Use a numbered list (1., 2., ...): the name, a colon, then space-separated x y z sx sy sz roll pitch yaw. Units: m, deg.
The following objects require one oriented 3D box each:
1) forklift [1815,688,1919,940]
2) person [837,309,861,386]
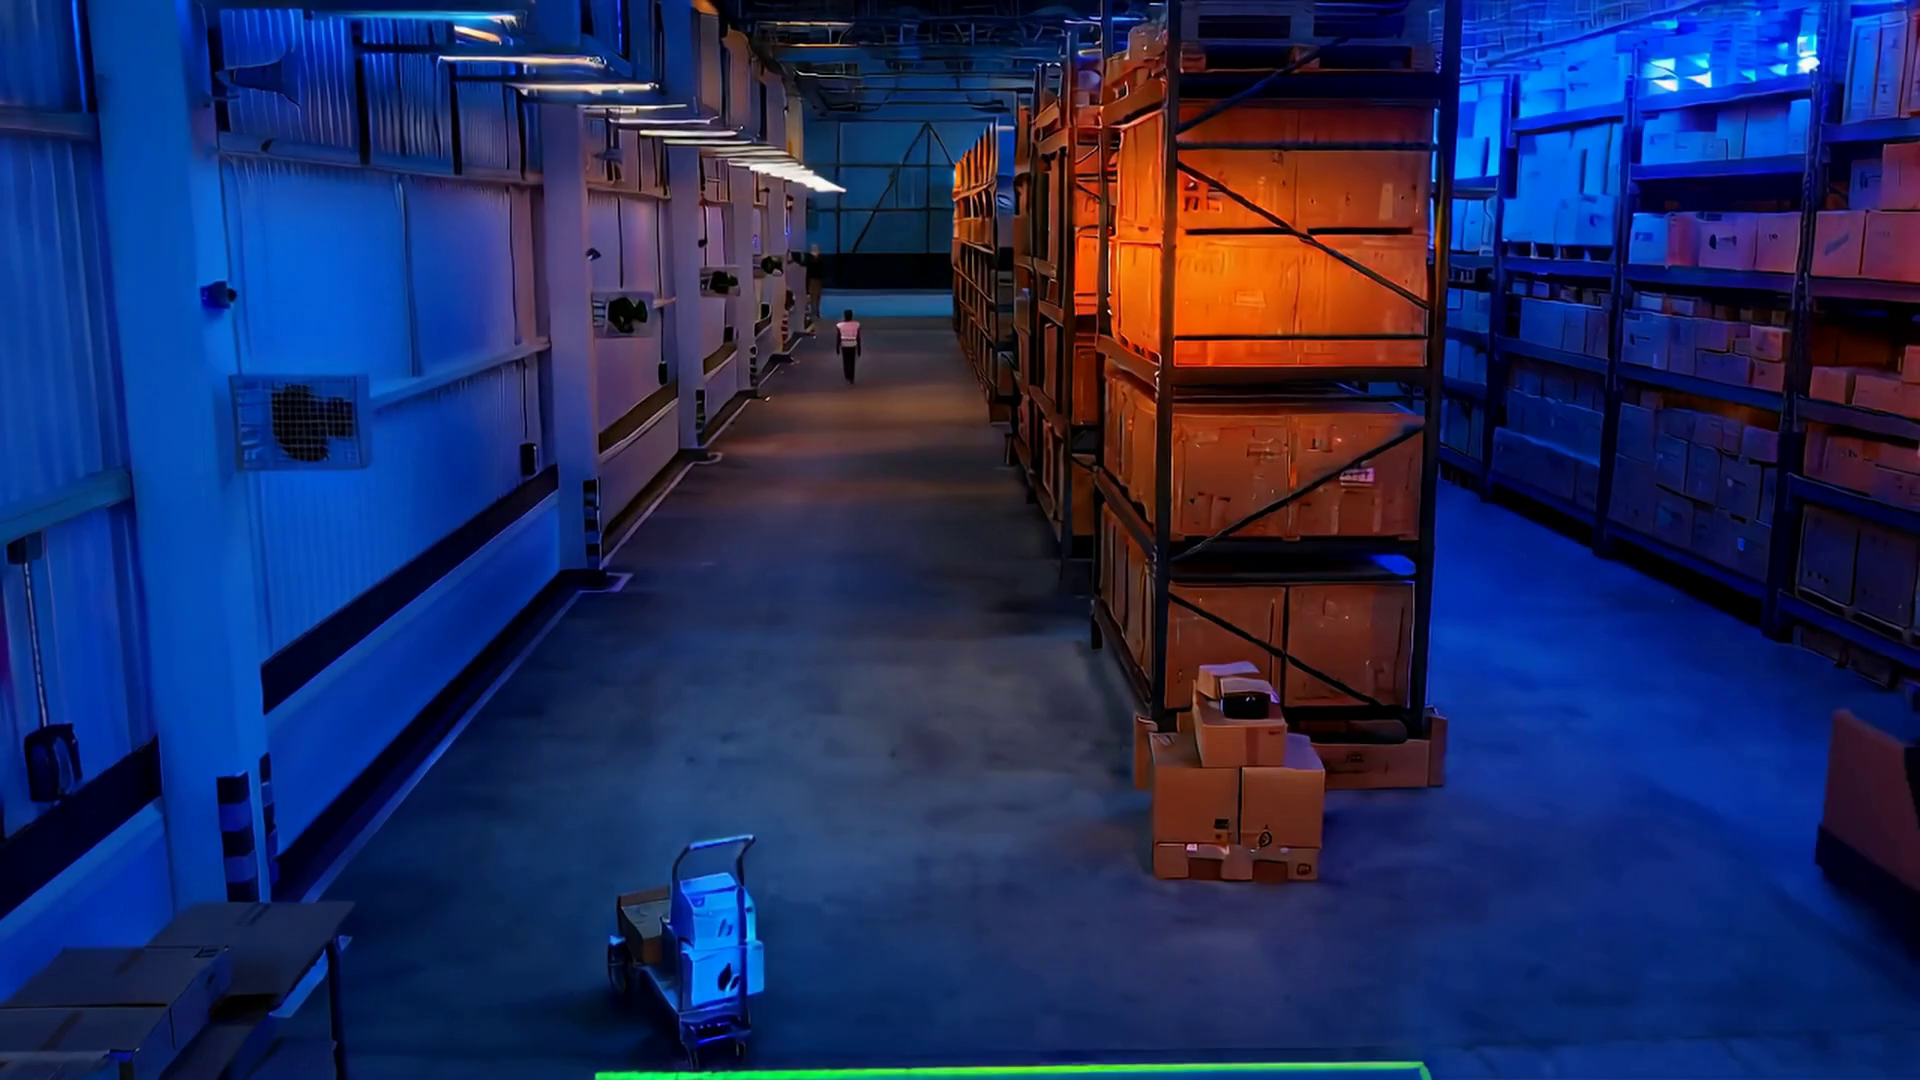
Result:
1. forklift: 5.913 0.864 9.352 1.129 2.768 1.873 0 11 -2
2. person: -2.757 -4.788 41.360 0.599 1.891 0.898 -2 11 -10
